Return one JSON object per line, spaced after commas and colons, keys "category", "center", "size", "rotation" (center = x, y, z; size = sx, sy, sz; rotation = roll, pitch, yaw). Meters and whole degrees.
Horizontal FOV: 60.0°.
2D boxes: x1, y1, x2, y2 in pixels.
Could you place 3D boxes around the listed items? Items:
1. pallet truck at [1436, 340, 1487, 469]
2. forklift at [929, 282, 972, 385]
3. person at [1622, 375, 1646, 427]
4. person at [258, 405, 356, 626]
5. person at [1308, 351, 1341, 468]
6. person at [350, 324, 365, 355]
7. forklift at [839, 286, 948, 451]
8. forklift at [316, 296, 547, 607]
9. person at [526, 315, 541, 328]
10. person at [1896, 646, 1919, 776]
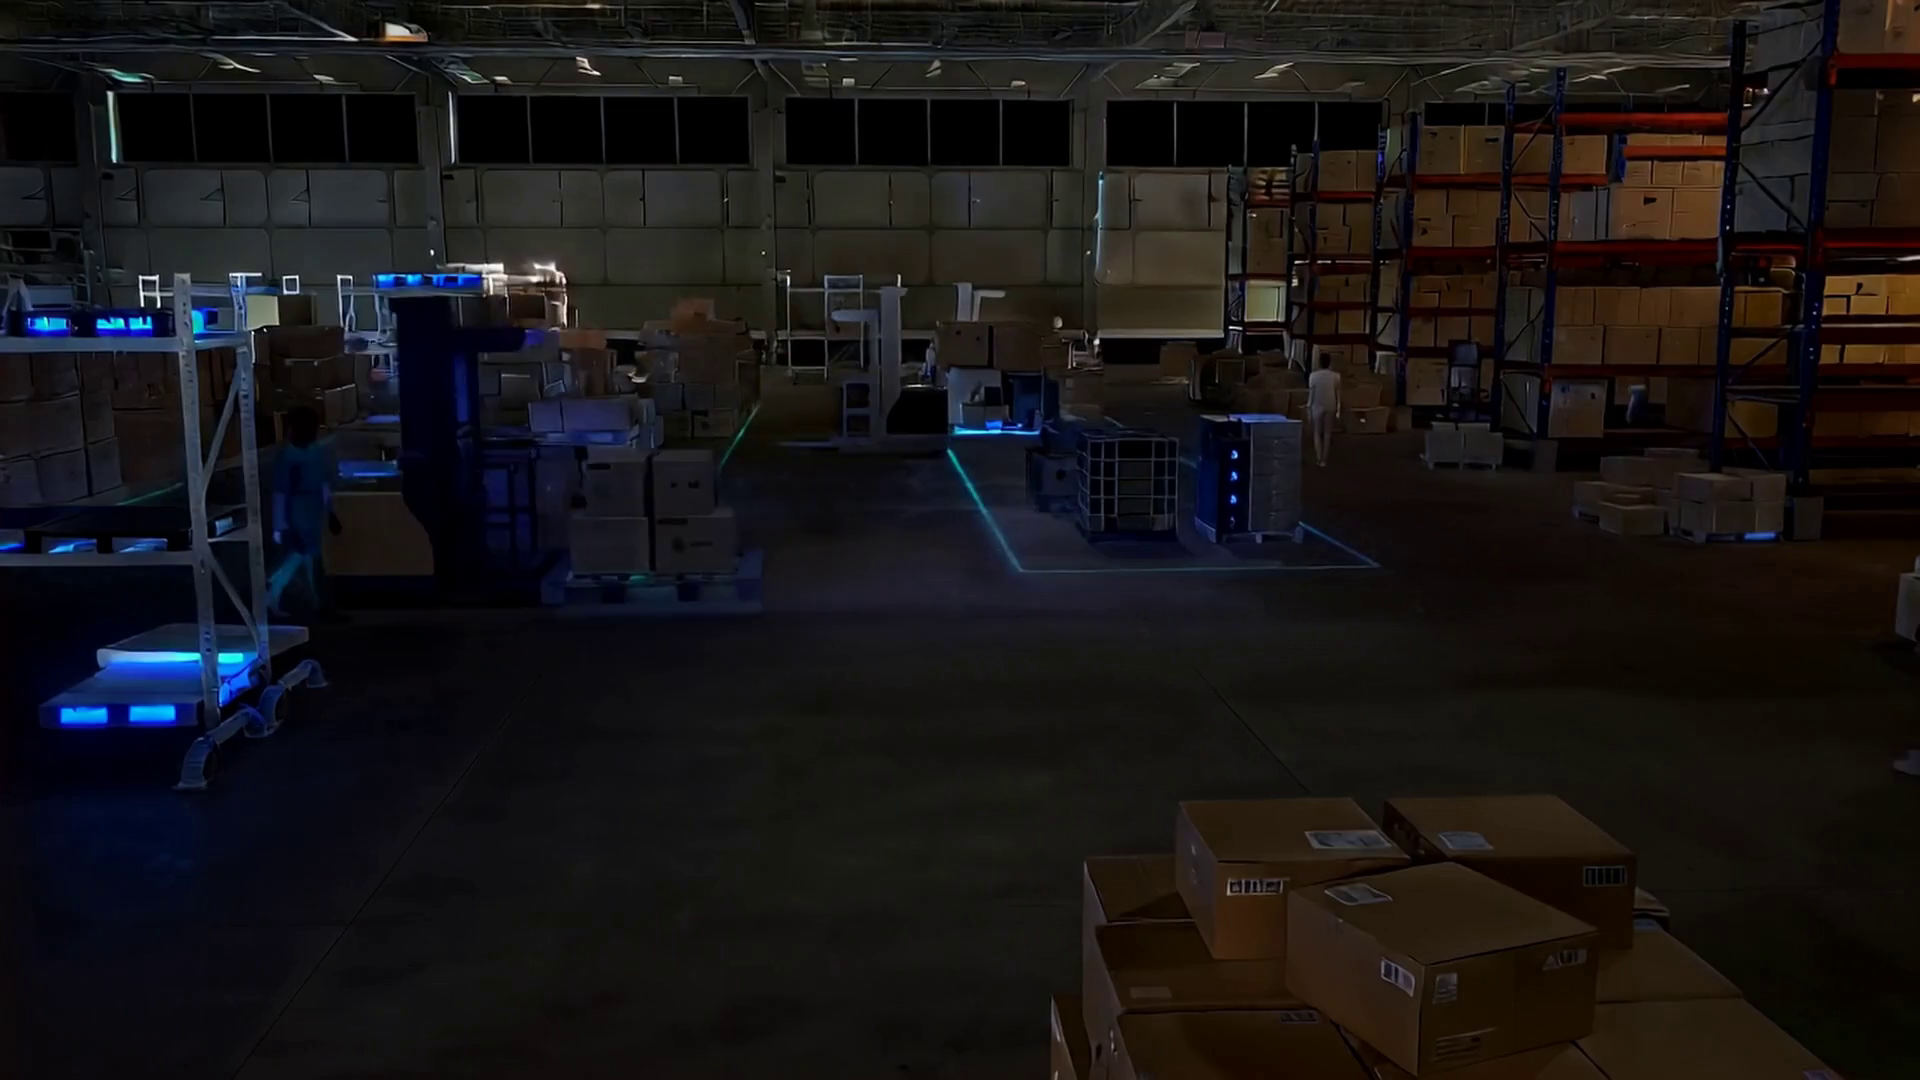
{"category": "pallet truck", "center": [8.004, -2.170, 26.422], "size": [0.823, 1.965, 1.885], "rotation": [2, 9, 14]}
{"category": "forklift", "center": [0.115, -5.570, 45.007], "size": [1.873, 2.768, 1.129], "rotation": [-1, 9, -4]}
{"category": "person", "center": [12.522, -2.718, 31.072], "size": [0.736, 1.610, 0.541], "rotation": [-1, 9, -5]}
{"category": "person", "center": [-5.754, -0.217, 14.418], "size": [0.953, 1.927, 0.606], "rotation": [1, 9, 6]}
{"category": "person", "center": [5.695, -2.019, 25.932], "size": [0.516, 1.855, 0.602], "rotation": [1, 9, 8]}
{"category": "person", "center": [-13.737, -3.931, 37.743], "size": [0.571, 1.923, 0.554], "rotation": [-3, 10, -21]}
{"category": "forklift", "center": [-1.161, -2.977, 28.722], "size": [1.873, 2.768, 1.129], "rotation": [-1, 9, -4]}
{"category": "forklift", "center": [-4.925, -0.854, 15.393], "size": [1.873, 2.768, 1.129], "rotation": [-1, 9, -4]}
{"category": "person", "center": [-11.653, -5.143, 45.293], "size": [0.627, 1.934, 0.372], "rotation": [-8, 12, -40]}
{"category": "person", "center": [5.938, 0.470, 10.035], "size": [0.551, 1.935, 0.366], "rotation": [-8, 12, -42]}
